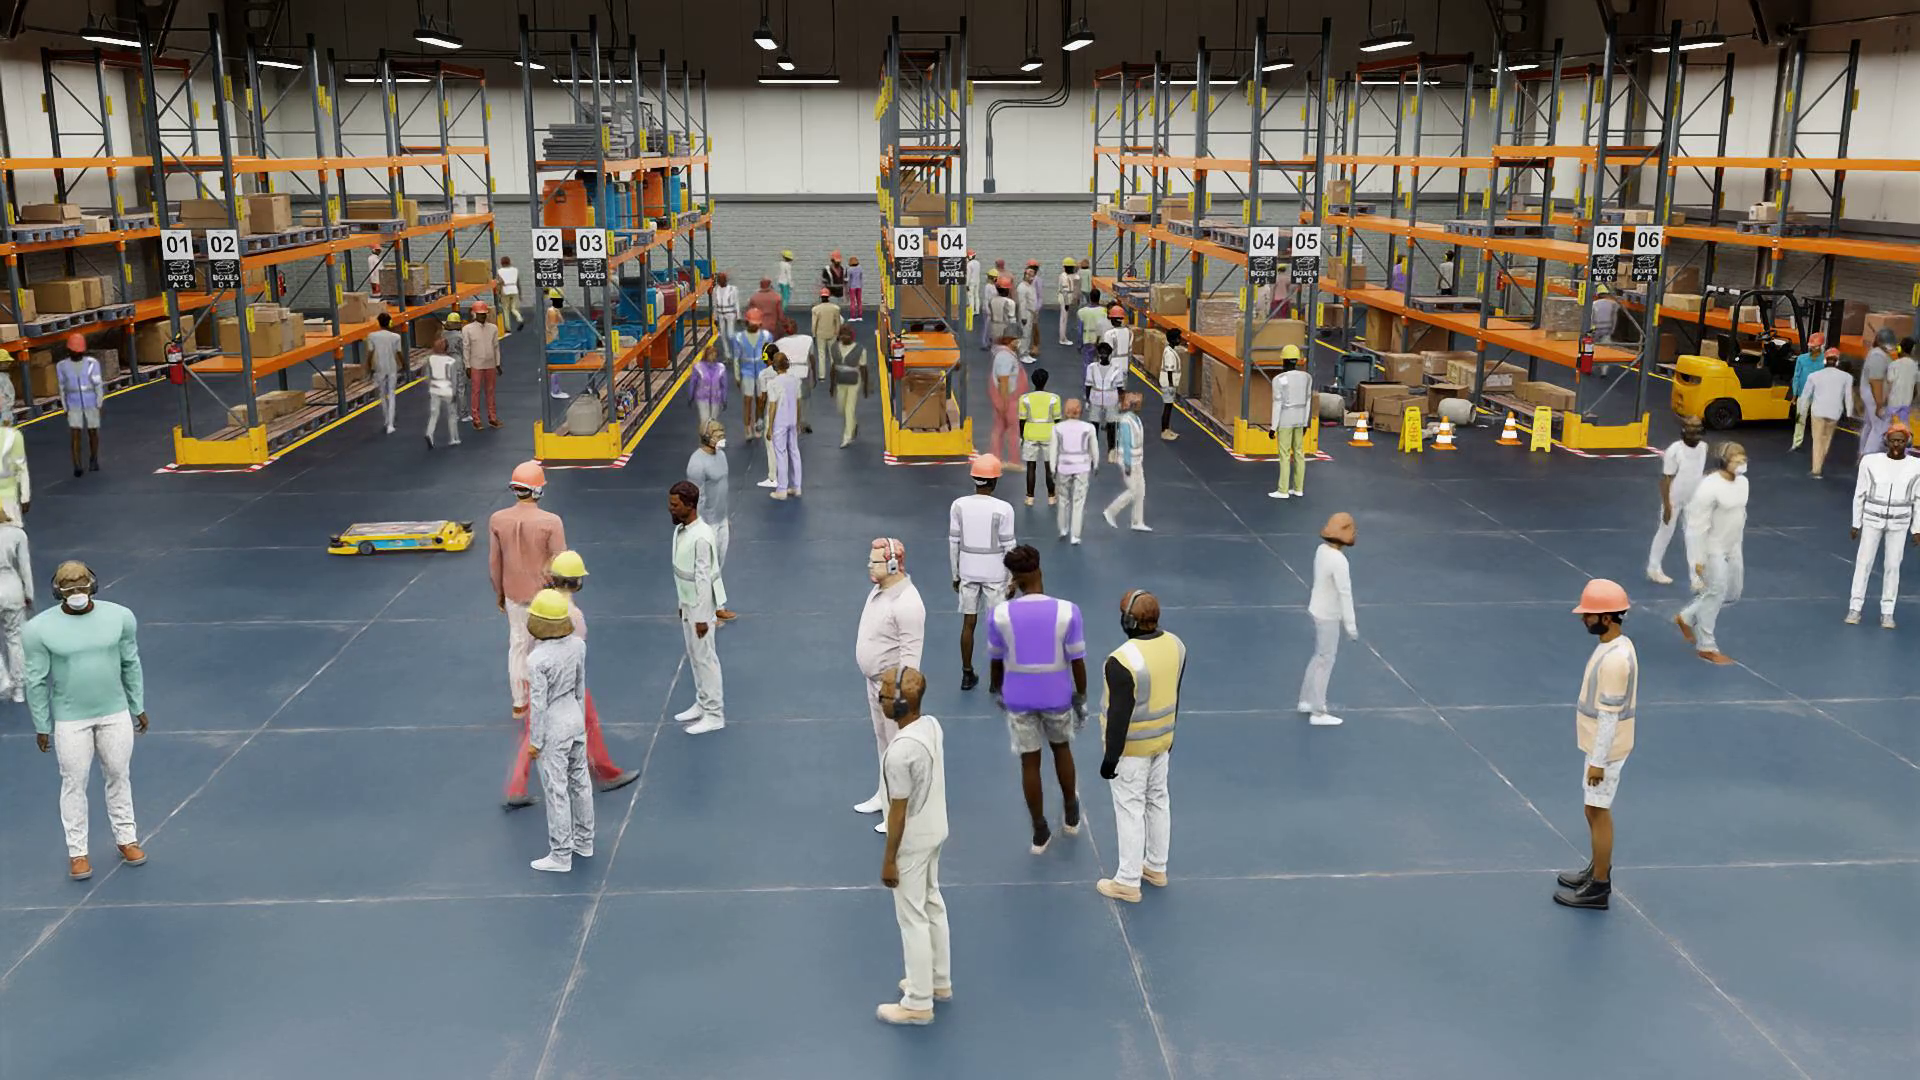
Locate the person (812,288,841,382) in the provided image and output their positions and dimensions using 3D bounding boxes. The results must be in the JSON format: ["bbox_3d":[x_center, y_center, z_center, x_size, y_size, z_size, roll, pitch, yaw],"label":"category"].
[{"bbox_3d":[-2.513,-3.845,31.174,0.567,1.748,0.339,-4,14,-17],"label":"person"}]

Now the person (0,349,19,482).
[{"bbox_3d":[-12.500,-1.632,21.825,0.316,1.742,0.493,-6,14,-23],"label":"person"}]

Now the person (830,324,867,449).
[{"bbox_3d":[-1.625,-2.283,24.432,0.598,1.811,0.734,5,14,21],"label":"person"}]

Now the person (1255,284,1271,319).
[{"bbox_3d":[6.503,-4.976,36.221,0.498,1.633,0.284,6,15,25],"label":"person"}]

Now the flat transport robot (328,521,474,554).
[{"bbox_3d":[-6.110,-0.037,18.215,1.431,0.197,0.652,-2,13,-7],"label":"flat transport robot"}]

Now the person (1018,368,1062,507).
[{"bbox_3d":[0.968,-1.239,20.253,0.535,1.697,0.322,0,13,2],"label":"person"}]

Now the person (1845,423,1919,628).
[{"bbox_3d":[8.449,-0.134,15.176,0.573,1.883,0.357,7,15,27],"label":"person"}]

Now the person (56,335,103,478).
[{"bbox_3d":[-11.720,-1.787,22.210,0.545,1.871,0.981,-6,15,-24],"label":"person"}]

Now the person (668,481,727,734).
[{"bbox_3d":[-1.967,0.491,12.482,0.396,1.910,0.586,-6,15,-25],"label":"person"}]

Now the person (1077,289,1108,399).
[{"bbox_3d":[2.334,-3.403,28.946,0.587,1.920,0.390,4,14,15],"label":"person"}]

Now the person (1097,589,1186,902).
[{"bbox_3d":[1.028,1.183,9.682,0.429,1.842,0.634,12,18,41],"label":"person"}]

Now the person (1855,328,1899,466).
[{"bbox_3d":[12.489,-1.946,22.512,0.535,2.000,0.865,7,15,28],"label":"person"}]

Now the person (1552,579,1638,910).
[{"bbox_3d":[3.666,1.169,9.581,0.389,1.923,0.549,5,14,19],"label":"person"}]

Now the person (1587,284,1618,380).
[{"bbox_3d":[12.142,-3.946,31.552,0.605,1.784,0.954,1,13,6],"label":"person"}]

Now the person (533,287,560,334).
[{"bbox_3d":[-8.122,-4.221,32.775,0.530,1.752,0.554,-3,14,-14],"label":"person"}]

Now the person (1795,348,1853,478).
[{"bbox_3d":[11.531,-1.706,22.213,0.651,1.694,0.838,3,14,12],"label":"person"}]

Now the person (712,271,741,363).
[{"bbox_3d":[-4.744,-4.540,33.891,0.615,1.866,0.492,7,15,26],"label":"person"}]

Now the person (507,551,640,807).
[{"bbox_3d":[-2.648,0.921,11.079,0.530,1.710,0.944,13,18,43],"label":"person"}]

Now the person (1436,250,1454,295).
[{"bbox_3d":[11.927,-6.153,40.729,0.523,1.866,0.340,-2,13,-10],"label":"person"}]

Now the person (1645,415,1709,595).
[{"bbox_3d":[7.122,-0.358,16.338,0.578,1.773,0.949,-4,14,-15],"label":"person"}]

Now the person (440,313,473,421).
[{"bbox_3d":[-8.059,-2.767,26.634,0.485,1.741,0.302,5,14,19],"label":"person"}]

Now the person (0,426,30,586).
[{"bbox_3d":[-9.345,-0.418,16.084,0.620,2.028,0.417,-5,14,-19],"label":"person"}]

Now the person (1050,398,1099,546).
[{"bbox_3d":[1.271,-0.771,18.459,0.530,1.607,0.680,3,14,13],"label":"person"}]

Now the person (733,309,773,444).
[{"bbox_3d":[-3.048,-2.428,24.698,0.600,1.978,1.024,-3,14,-12],"label":"person"}]

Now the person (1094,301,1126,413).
[{"bbox_3d":[2.526,-3.022,27.484,0.551,1.841,0.763,-2,13,-9],"label":"person"}]

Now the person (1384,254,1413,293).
[{"bbox_3d":[10.485,-5.946,39.924,0.663,1.827,0.522,-2,13,-9],"label":"person"}]

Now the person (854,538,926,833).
[{"bbox_3d":[-0.462,0.918,10.669,0.409,1.909,0.640,-5,14,-22],"label":"person"}]

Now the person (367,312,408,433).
[{"bbox_3d":[-8.860,-2.616,25.773,0.564,1.833,0.906,-2,13,-8],"label":"person"}]

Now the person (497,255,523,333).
[{"bbox_3d":[-10.634,-5.788,39.242,0.487,1.825,0.590,12,18,42],"label":"person"}]

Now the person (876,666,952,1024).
[{"bbox_3d":[-0.240,1.510,8.311,0.343,1.838,0.503,5,14,20],"label":"person"}]

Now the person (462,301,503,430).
[{"bbox_3d":[-7.427,-2.724,25.905,0.613,1.994,0.382,-12,18,-42],"label":"person"}]

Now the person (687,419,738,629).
[{"bbox_3d":[-2.274,-0.153,15.168,0.367,1.932,0.622,3,14,13],"label":"person"}]

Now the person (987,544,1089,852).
[{"bbox_3d":[0.484,0.963,10.457,0.634,1.921,0.688,0,13,0],"label":"person"}]

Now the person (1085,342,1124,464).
[{"bbox_3d":[1.992,-1.899,23.050,0.540,1.695,0.317,3,14,11],"label":"person"}]

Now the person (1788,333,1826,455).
[{"bbox_3d":[12.174,-2.094,23.783,0.359,1.743,0.563,-11,17,-40],"label":"person"}]

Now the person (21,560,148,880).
[{"bbox_3d":[-5.225,1.060,9.994,0.636,1.938,0.355,-11,17,-39],"label":"person"}]
